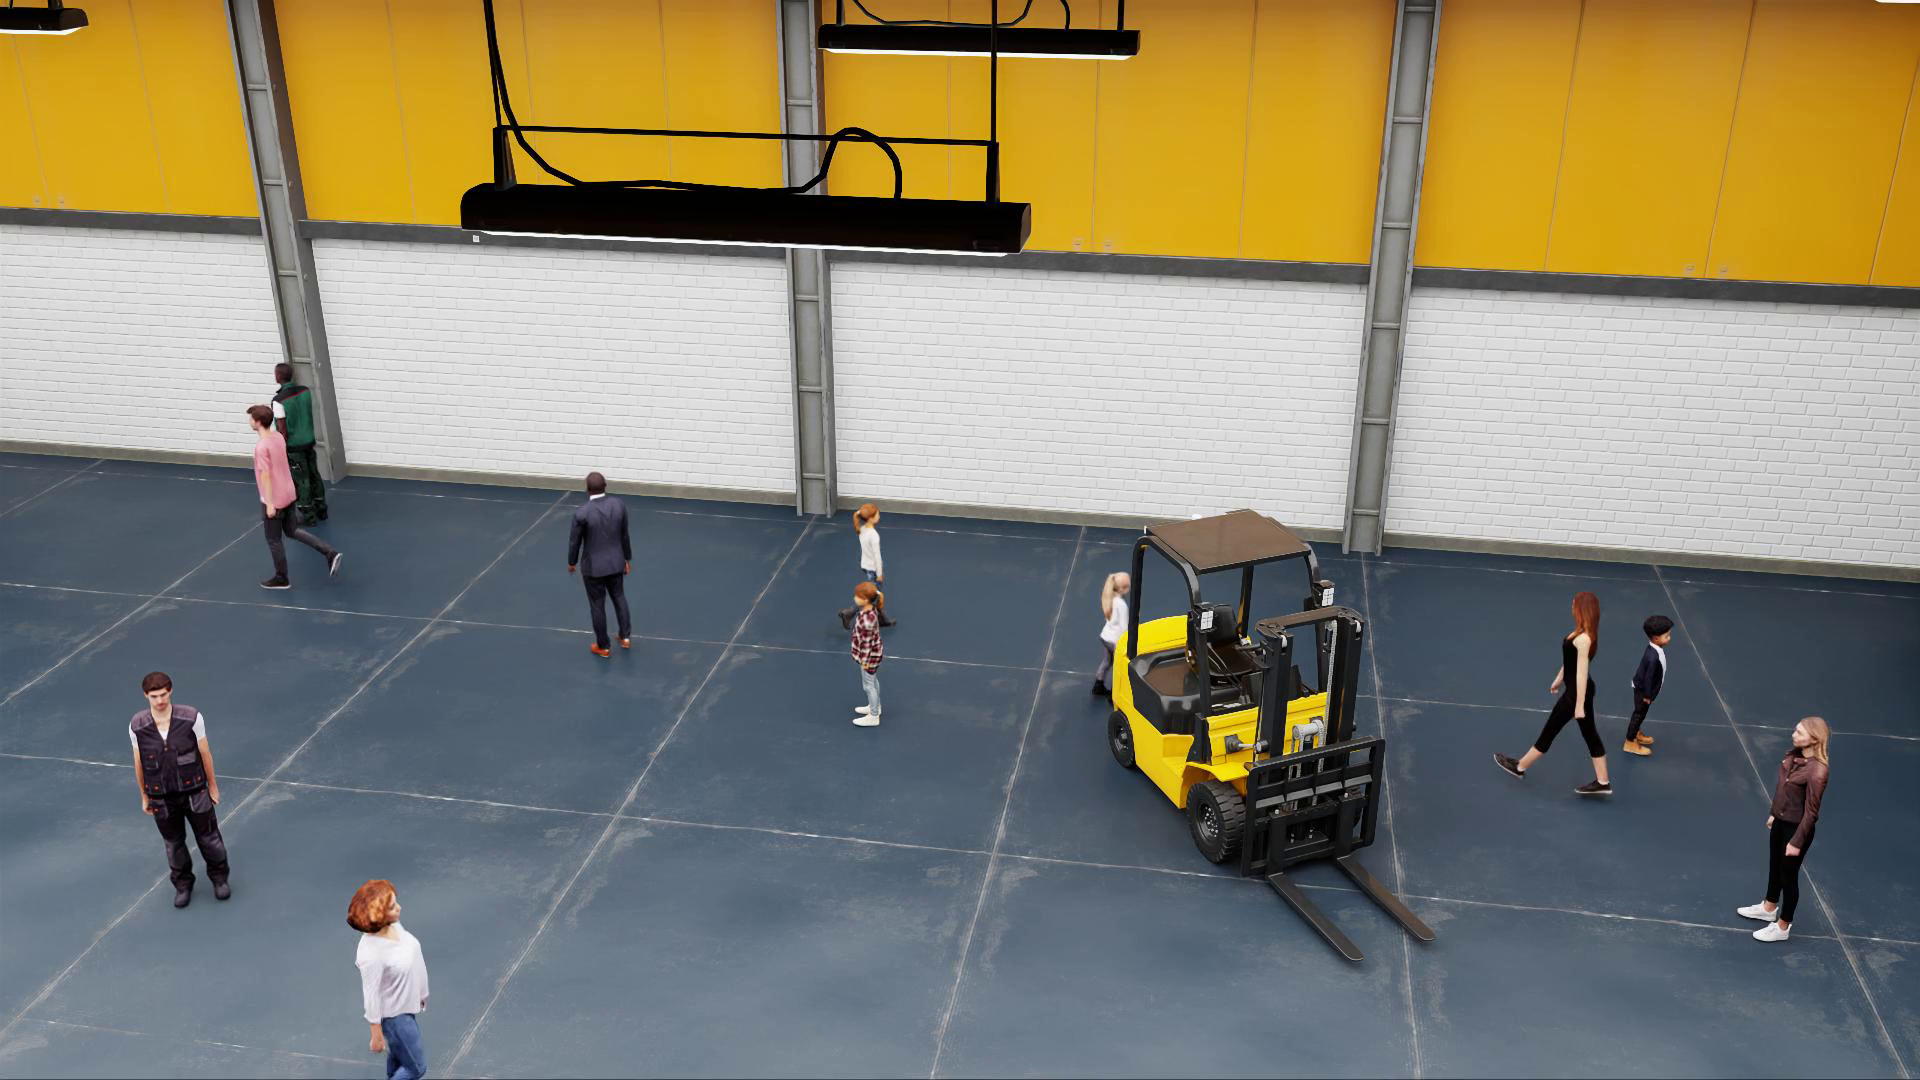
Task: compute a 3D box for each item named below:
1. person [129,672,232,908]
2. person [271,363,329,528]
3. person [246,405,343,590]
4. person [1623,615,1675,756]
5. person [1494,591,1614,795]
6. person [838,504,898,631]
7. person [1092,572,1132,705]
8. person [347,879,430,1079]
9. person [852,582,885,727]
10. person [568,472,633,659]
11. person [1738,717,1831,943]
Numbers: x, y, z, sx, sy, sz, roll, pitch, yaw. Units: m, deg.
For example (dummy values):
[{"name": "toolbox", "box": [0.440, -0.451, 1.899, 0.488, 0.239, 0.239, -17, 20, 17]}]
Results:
[{"name": "person", "box": [-5.511, 1.747, 11.733, 0.698, 1.844, 0.811, -7, 25, -17]}, {"name": "person", "box": [-7.211, -1.046, 18.129, 0.663, 1.838, 0.730, 9, 25, 19]}, {"name": "person", "box": [-6.687, -0.410, 16.543, 1.097, 1.943, 0.745, 0, 24, 0]}, {"name": "person", "box": [5.695, 1.184, 13.794, 0.548, 1.223, 0.551, 12, 26, 25]}, {"name": "person", "box": [4.948, 1.253, 13.071, 1.210, 1.676, 0.806, 9, 25, 21]}, {"name": "person", "box": [-0.892, 0.285, 15.754, 0.884, 1.301, 0.756, -11, 26, -24]}, {"name": "person", "box": [1.318, 0.877, 14.449, 0.633, 1.260, 0.604, -10, 26, -22]}, {"name": "person", "box": [-3.390, 2.719, 9.682, 0.724, 1.704, 0.708, -2, 24, -4]}, {"name": "person", "box": [-0.770, 0.958, 14.210, 0.534, 1.305, 0.552, 1, 24, 2]}, {"name": "person", "box": [-3.257, 0.246, 15.196, 0.859, 1.820, 0.917, -16, 28, -32]}, {"name": "person", "box": [5.715, 1.965, 11.407, 0.532, 1.705, 0.625, 1, 24, 3]}]
